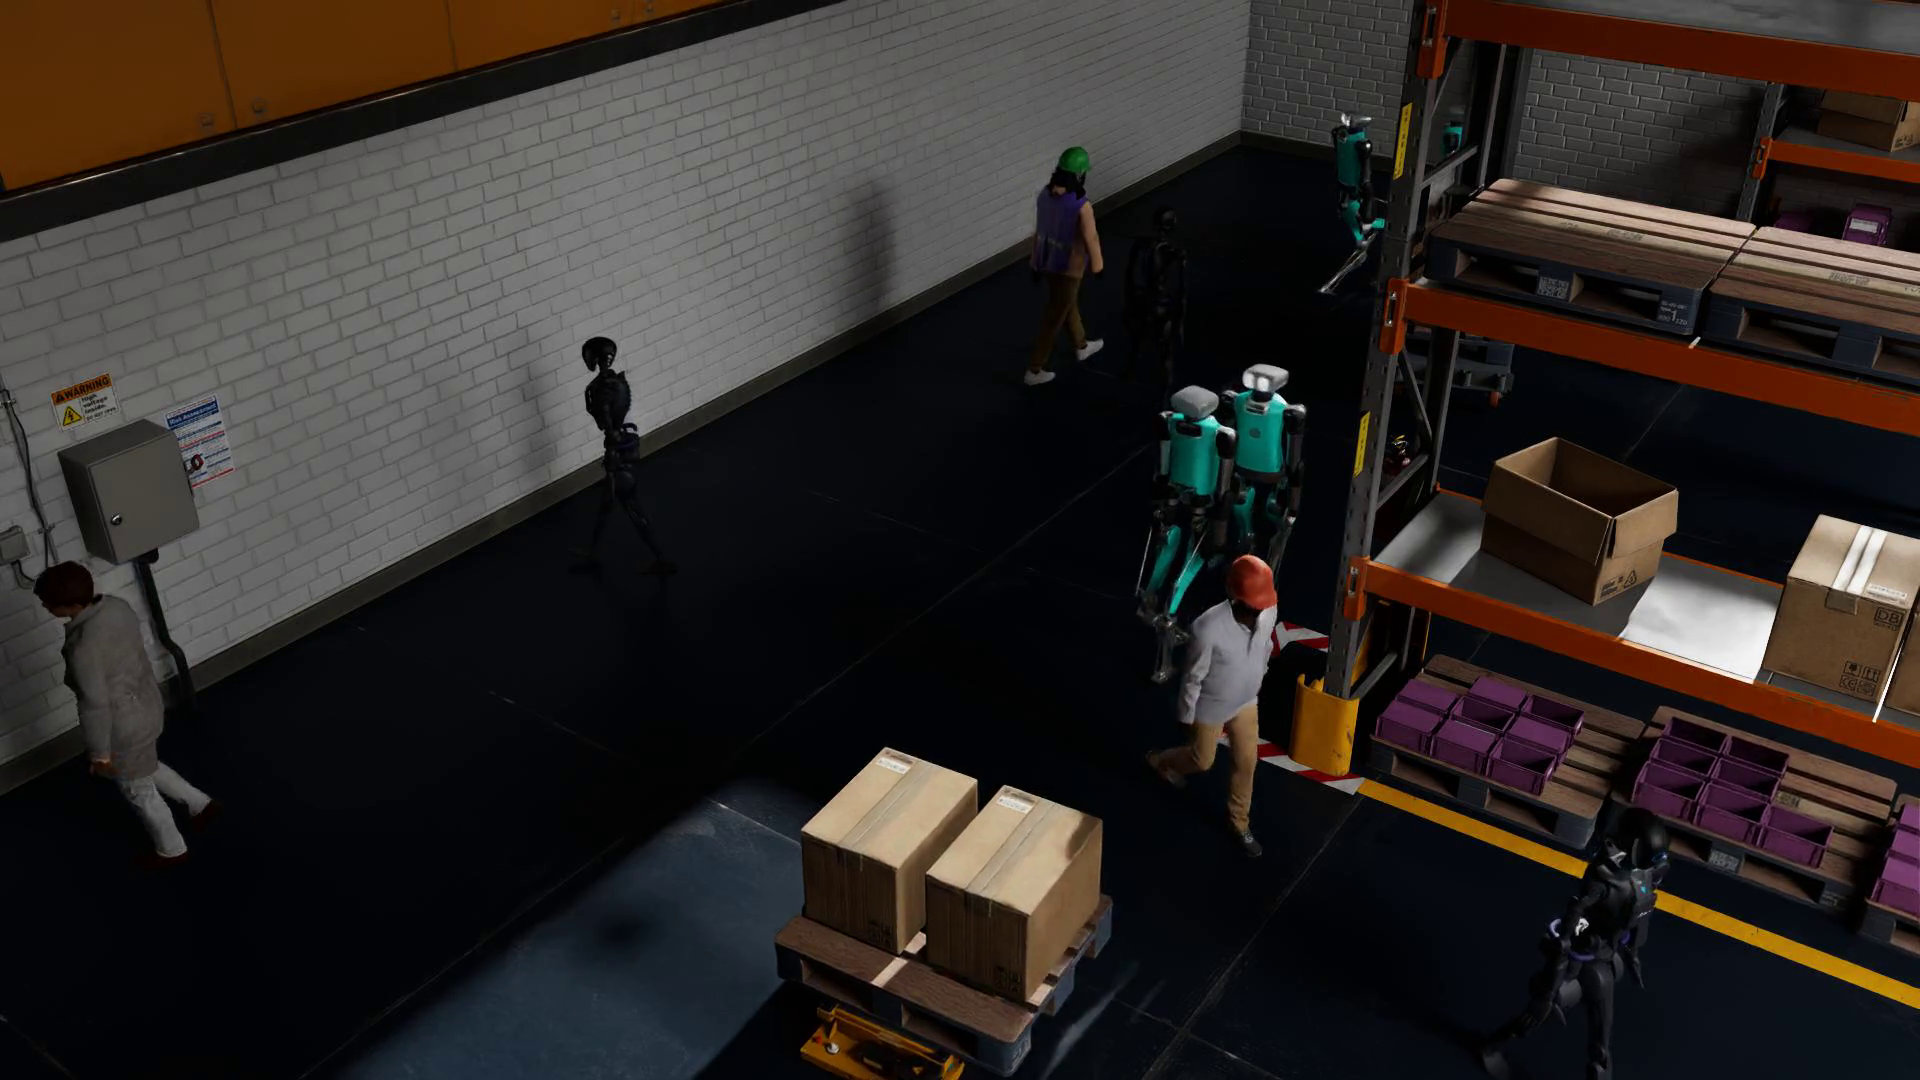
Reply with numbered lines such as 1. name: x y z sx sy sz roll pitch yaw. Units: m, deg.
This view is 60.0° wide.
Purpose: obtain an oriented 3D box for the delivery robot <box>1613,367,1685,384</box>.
1. delivery robot: 5.722 -1.625 13.589 0.782 0.611 0.517 16 34 26

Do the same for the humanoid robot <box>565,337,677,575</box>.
1. humanoid robot: -2.227 -0.507 10.538 0.719 1.632 0.602 -5 30 -8

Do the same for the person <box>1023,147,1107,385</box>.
1. person: 0.858 -2.192 13.237 0.971 1.872 0.512 -20 35 -30

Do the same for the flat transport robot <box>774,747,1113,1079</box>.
1. flat transport robot: -0.059 1.974 7.614 0.659 0.231 1.431 16 34 26

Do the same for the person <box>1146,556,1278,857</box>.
1. person: 1.272 0.744 8.302 0.593 1.713 0.707 -17 34 -26

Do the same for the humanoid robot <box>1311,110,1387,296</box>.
1. humanoid robot: 3.655 -2.951 14.718 1.022 1.742 0.530 -10 31 -16

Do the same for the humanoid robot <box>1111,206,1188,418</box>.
1. humanoid robot: 1.438 -1.718 12.619 0.611 1.635 0.415 26 39 38

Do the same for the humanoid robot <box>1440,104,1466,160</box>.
1. humanoid robot: 4.542 -2.913 14.648 0.898 1.772 0.537 11 32 18

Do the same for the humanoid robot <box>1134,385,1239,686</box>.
1. humanoid robot: 1.184 0.040 9.525 0.560 1.778 0.870 23 37 34

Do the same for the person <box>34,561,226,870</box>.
1. person: -4.019 0.873 7.978 0.454 1.815 0.519 -3 30 -5

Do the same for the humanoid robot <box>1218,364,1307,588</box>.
1. humanoid robot: 1.878 -0.268 10.141 0.544 1.889 0.758 16 34 26

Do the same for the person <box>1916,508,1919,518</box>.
1. person: 6.769 -0.904 11.002 0.390 1.875 0.556 1 30 1

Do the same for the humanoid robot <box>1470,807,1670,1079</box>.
1. humanoid robot: 2.512 1.708 6.726 0.616 1.624 0.803 -16 34 -26
